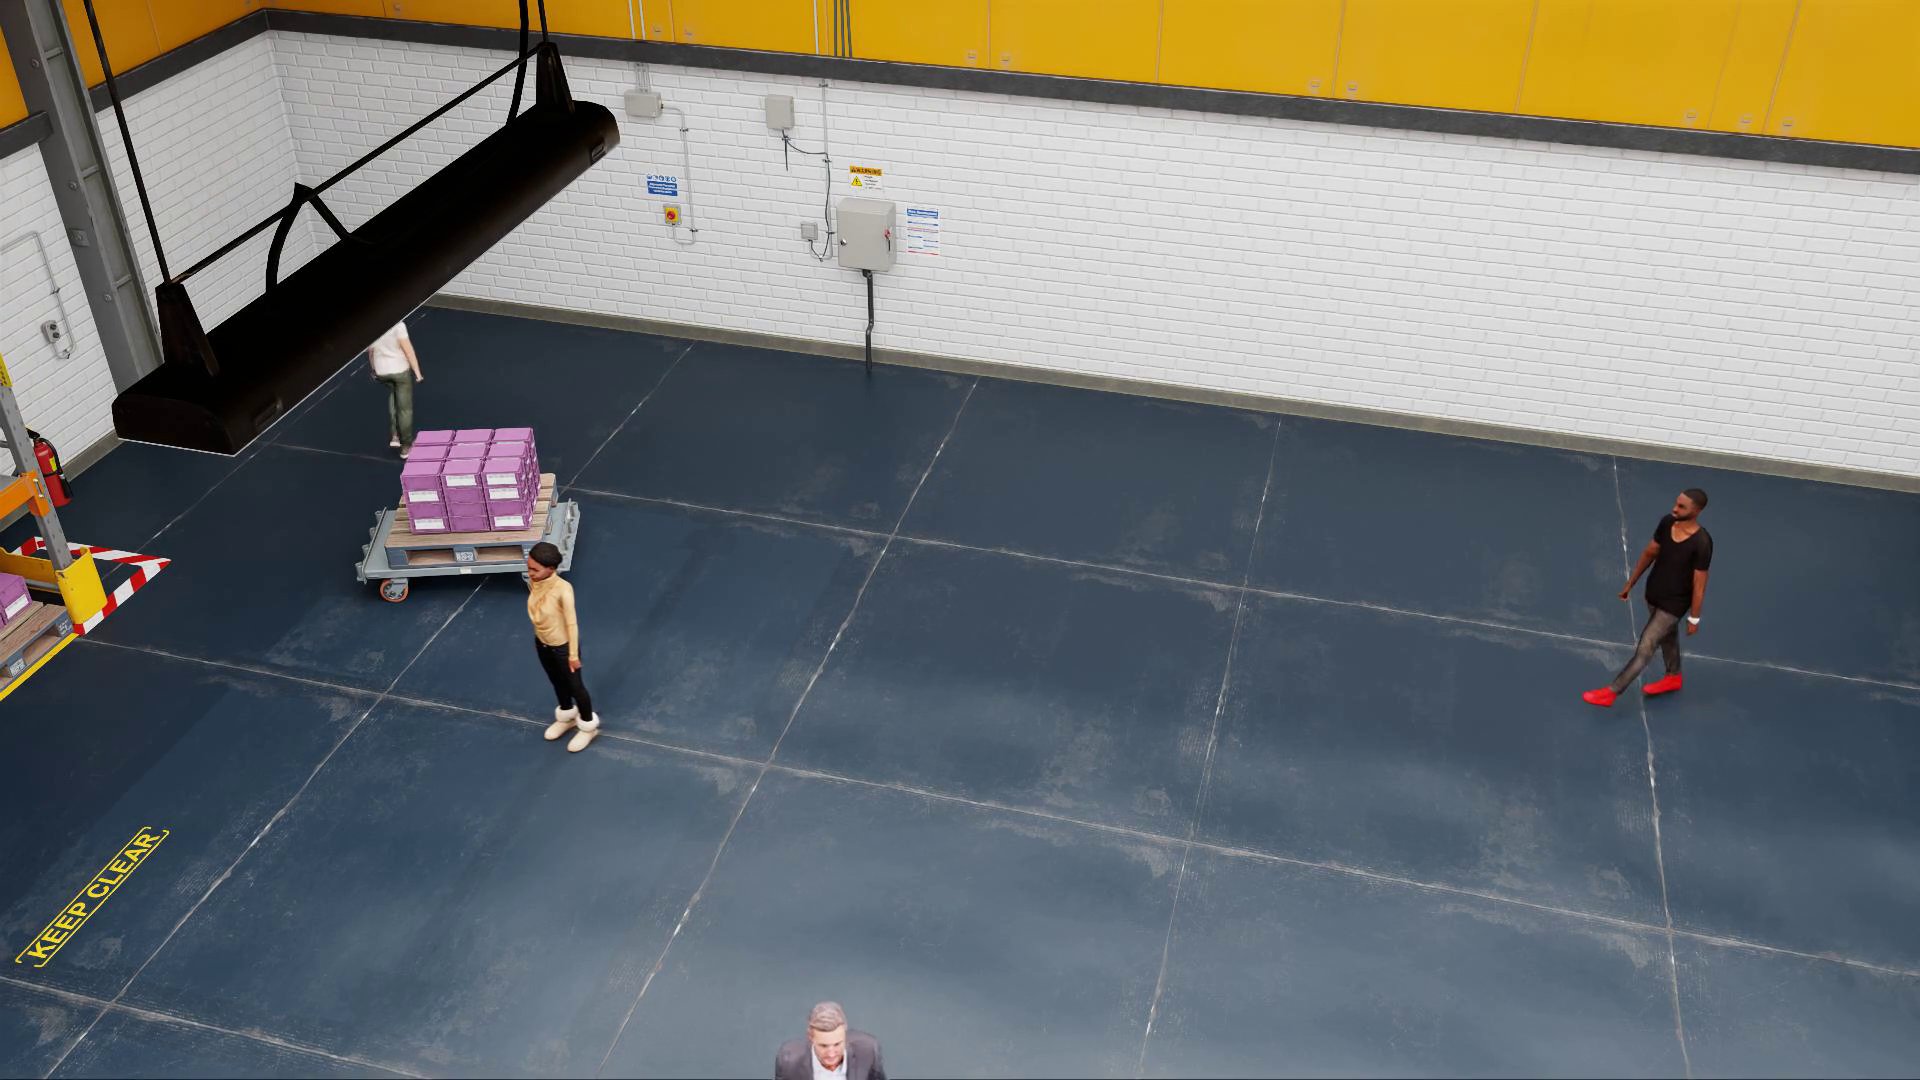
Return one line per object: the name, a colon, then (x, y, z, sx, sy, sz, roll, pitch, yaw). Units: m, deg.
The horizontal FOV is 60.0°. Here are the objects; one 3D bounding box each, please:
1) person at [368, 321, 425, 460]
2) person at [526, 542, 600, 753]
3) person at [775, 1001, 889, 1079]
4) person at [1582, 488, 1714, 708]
person: (-5.034, -1.448, 14.648, 0.581, 1.645, 0.605, 8, 34, 12)
person: (-2.753, 0.699, 11.405, 0.657, 1.659, 0.673, 25, 41, 33)
person: (-0.627, 2.820, 8.071, 0.991, 1.817, 1.069, -8, 35, -12)
person: (5.082, 0.411, 11.739, 1.094, 1.768, 1.184, -8, 34, -12)
